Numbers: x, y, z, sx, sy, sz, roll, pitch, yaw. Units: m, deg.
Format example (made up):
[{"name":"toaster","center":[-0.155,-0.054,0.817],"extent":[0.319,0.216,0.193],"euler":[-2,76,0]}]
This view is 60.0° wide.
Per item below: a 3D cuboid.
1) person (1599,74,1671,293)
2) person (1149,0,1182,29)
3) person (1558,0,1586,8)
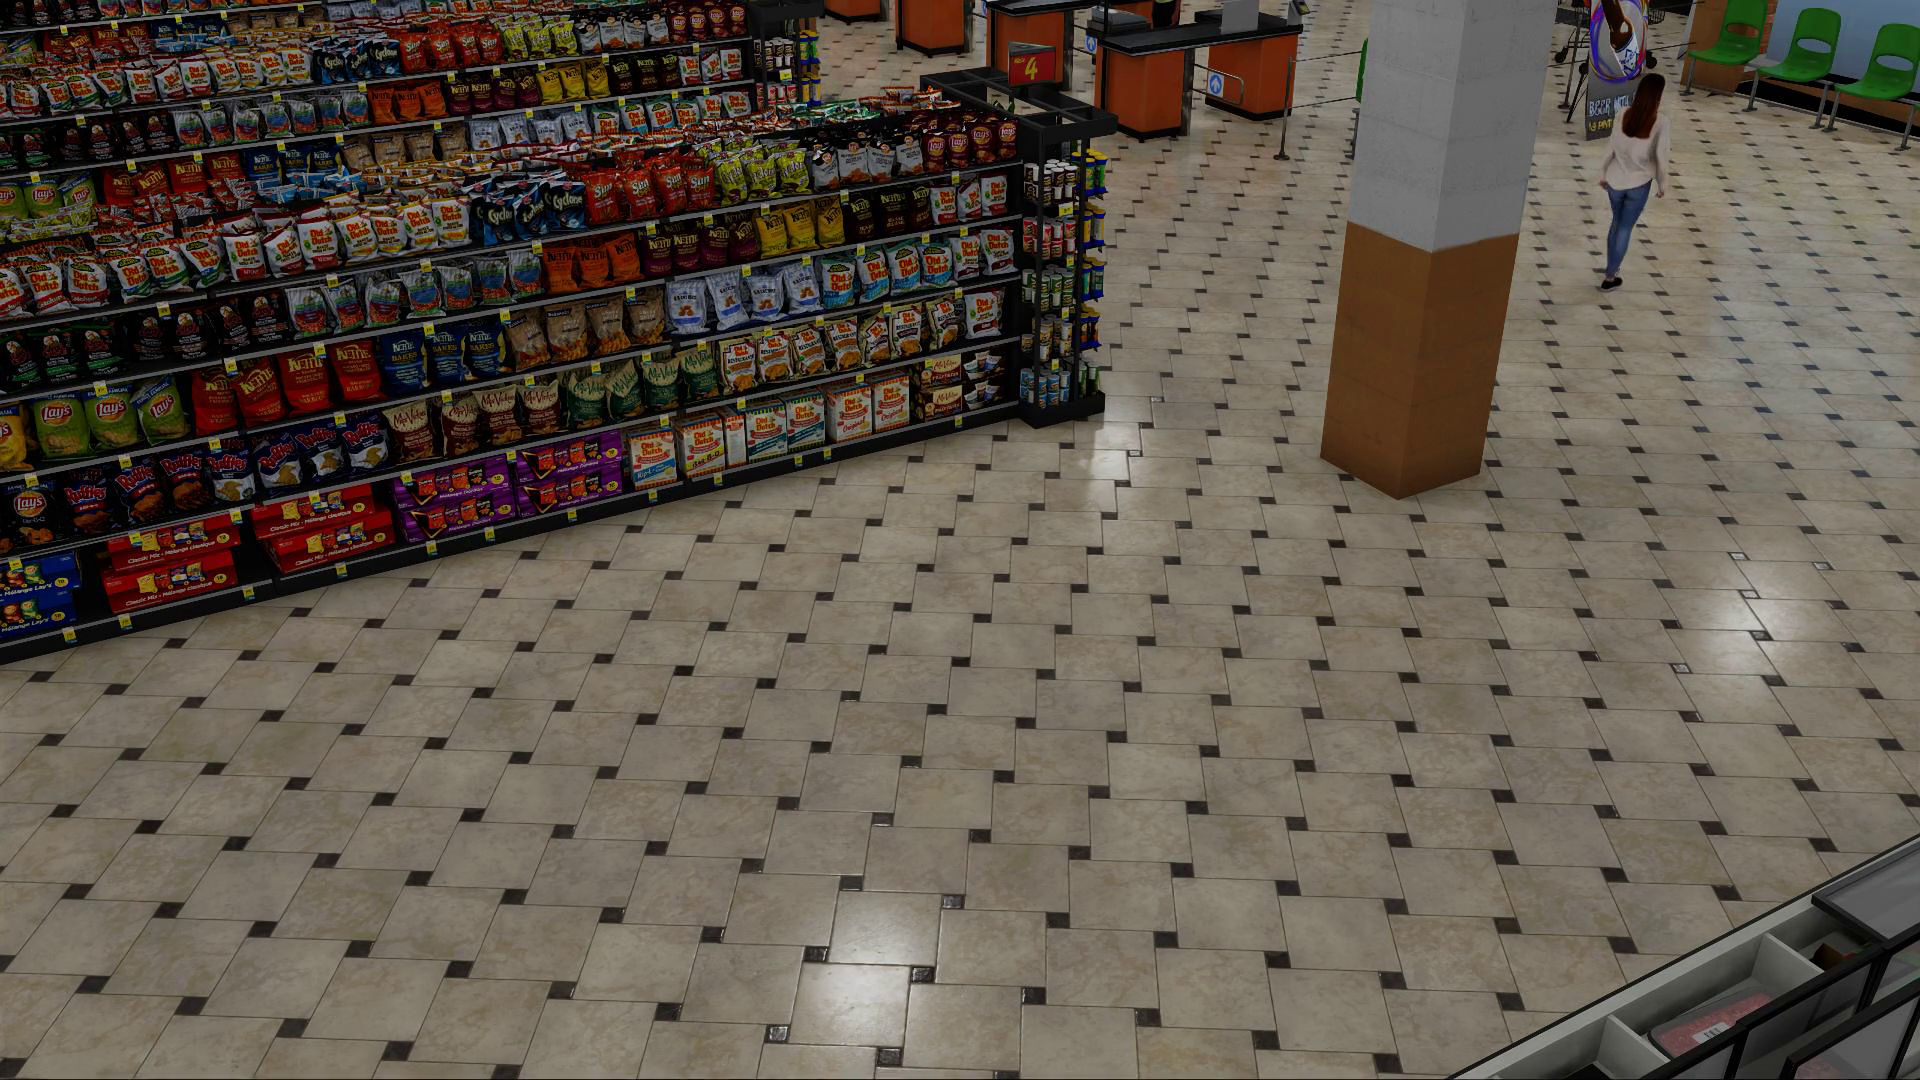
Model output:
[{"name":"person","center":[5.144,-2.732,12.856],"extent":[0.735,1.679,0.721],"euler":[-25,37,-37]},{"name":"person","center":[2.320,-5.917,18.609],"extent":[0.531,1.755,0.583],"euler":[-19,34,-31]},{"name":"person","center":[8.550,-8.324,22.939],"extent":[0.746,1.830,0.832],"euler":[-24,37,-37]}]
